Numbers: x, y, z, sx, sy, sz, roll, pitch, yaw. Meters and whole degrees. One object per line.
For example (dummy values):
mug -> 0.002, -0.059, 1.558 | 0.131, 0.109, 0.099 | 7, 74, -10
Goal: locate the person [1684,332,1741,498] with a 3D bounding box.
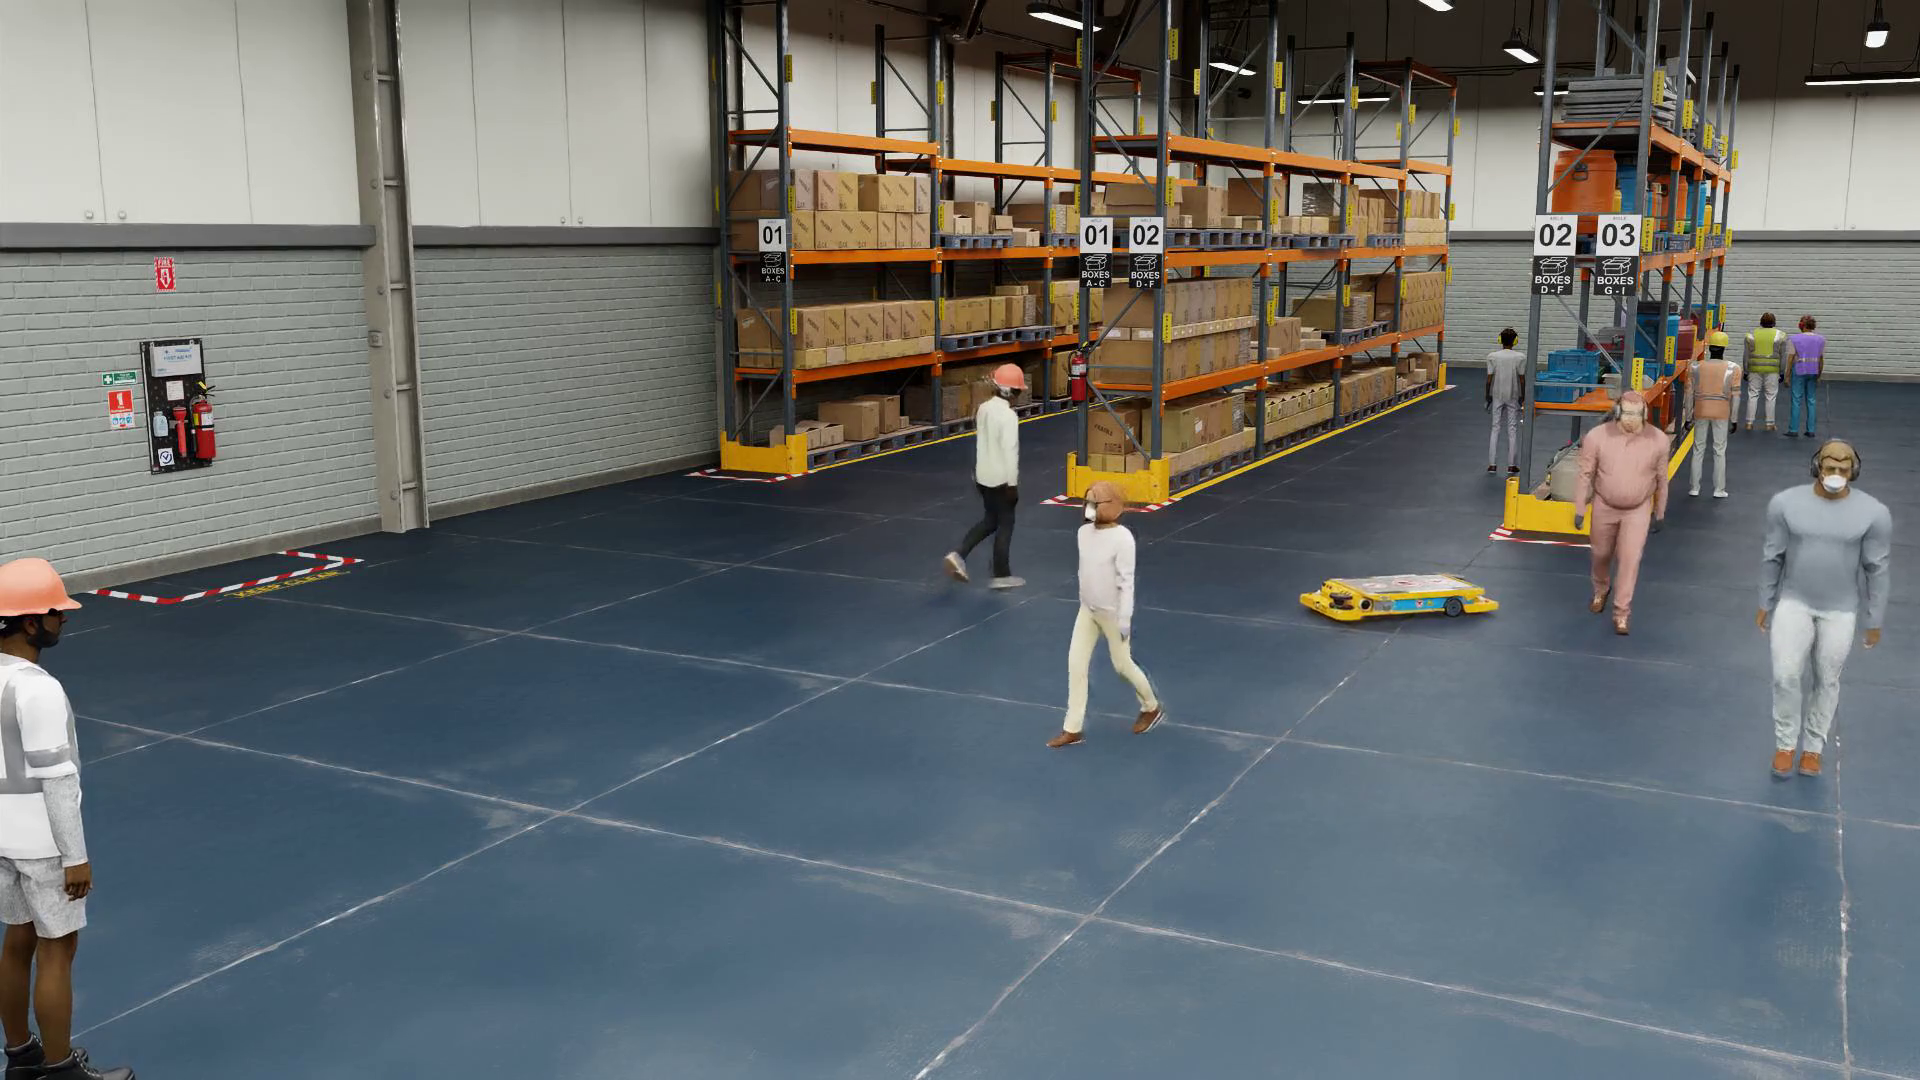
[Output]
person -> 8.710, -1.446, 19.284 | 0.589, 1.927, 0.388 | 6, 12, 31

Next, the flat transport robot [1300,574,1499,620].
flat transport robot -> 3.553, 0.449, 13.470 | 1.431, 0.197, 0.652 | -3, 11, -14

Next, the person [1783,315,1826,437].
person -> 12.768, -2.470, 25.137 | 0.566, 1.836, 0.410 | -1, 10, -4

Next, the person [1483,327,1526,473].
person -> 6.978, -1.787, 21.297 | 0.519, 1.873, 0.328 | 4, 11, 22

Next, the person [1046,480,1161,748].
person -> 0.898, 0.425, 9.974 | 0.810, 1.597, 0.508 | -8, 13, -36

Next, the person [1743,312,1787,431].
person -> 12.547, -2.625, 25.939 | 0.627, 1.846, 0.429 | 7, 12, 33

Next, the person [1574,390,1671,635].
person -> 5.155, -0.258, 12.980 | 0.665, 1.873, 0.898 | 4, 11, 21

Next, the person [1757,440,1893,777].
person -> 4.776, 0.399, 9.230 | 0.652, 1.918, 0.611 | 6, 12, 29

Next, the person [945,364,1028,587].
person -> 0.245, -0.527, 14.213 | 0.645, 1.962, 0.618 | -5, 12, -26

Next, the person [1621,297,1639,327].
person -> 12.863, -3.773, 31.942 | 0.628, 1.940, 0.373 | 9, 14, 40

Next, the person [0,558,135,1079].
person -> -3.203, 1.019, 5.812 | 0.550, 1.935, 0.376 | 7, 13, 34
